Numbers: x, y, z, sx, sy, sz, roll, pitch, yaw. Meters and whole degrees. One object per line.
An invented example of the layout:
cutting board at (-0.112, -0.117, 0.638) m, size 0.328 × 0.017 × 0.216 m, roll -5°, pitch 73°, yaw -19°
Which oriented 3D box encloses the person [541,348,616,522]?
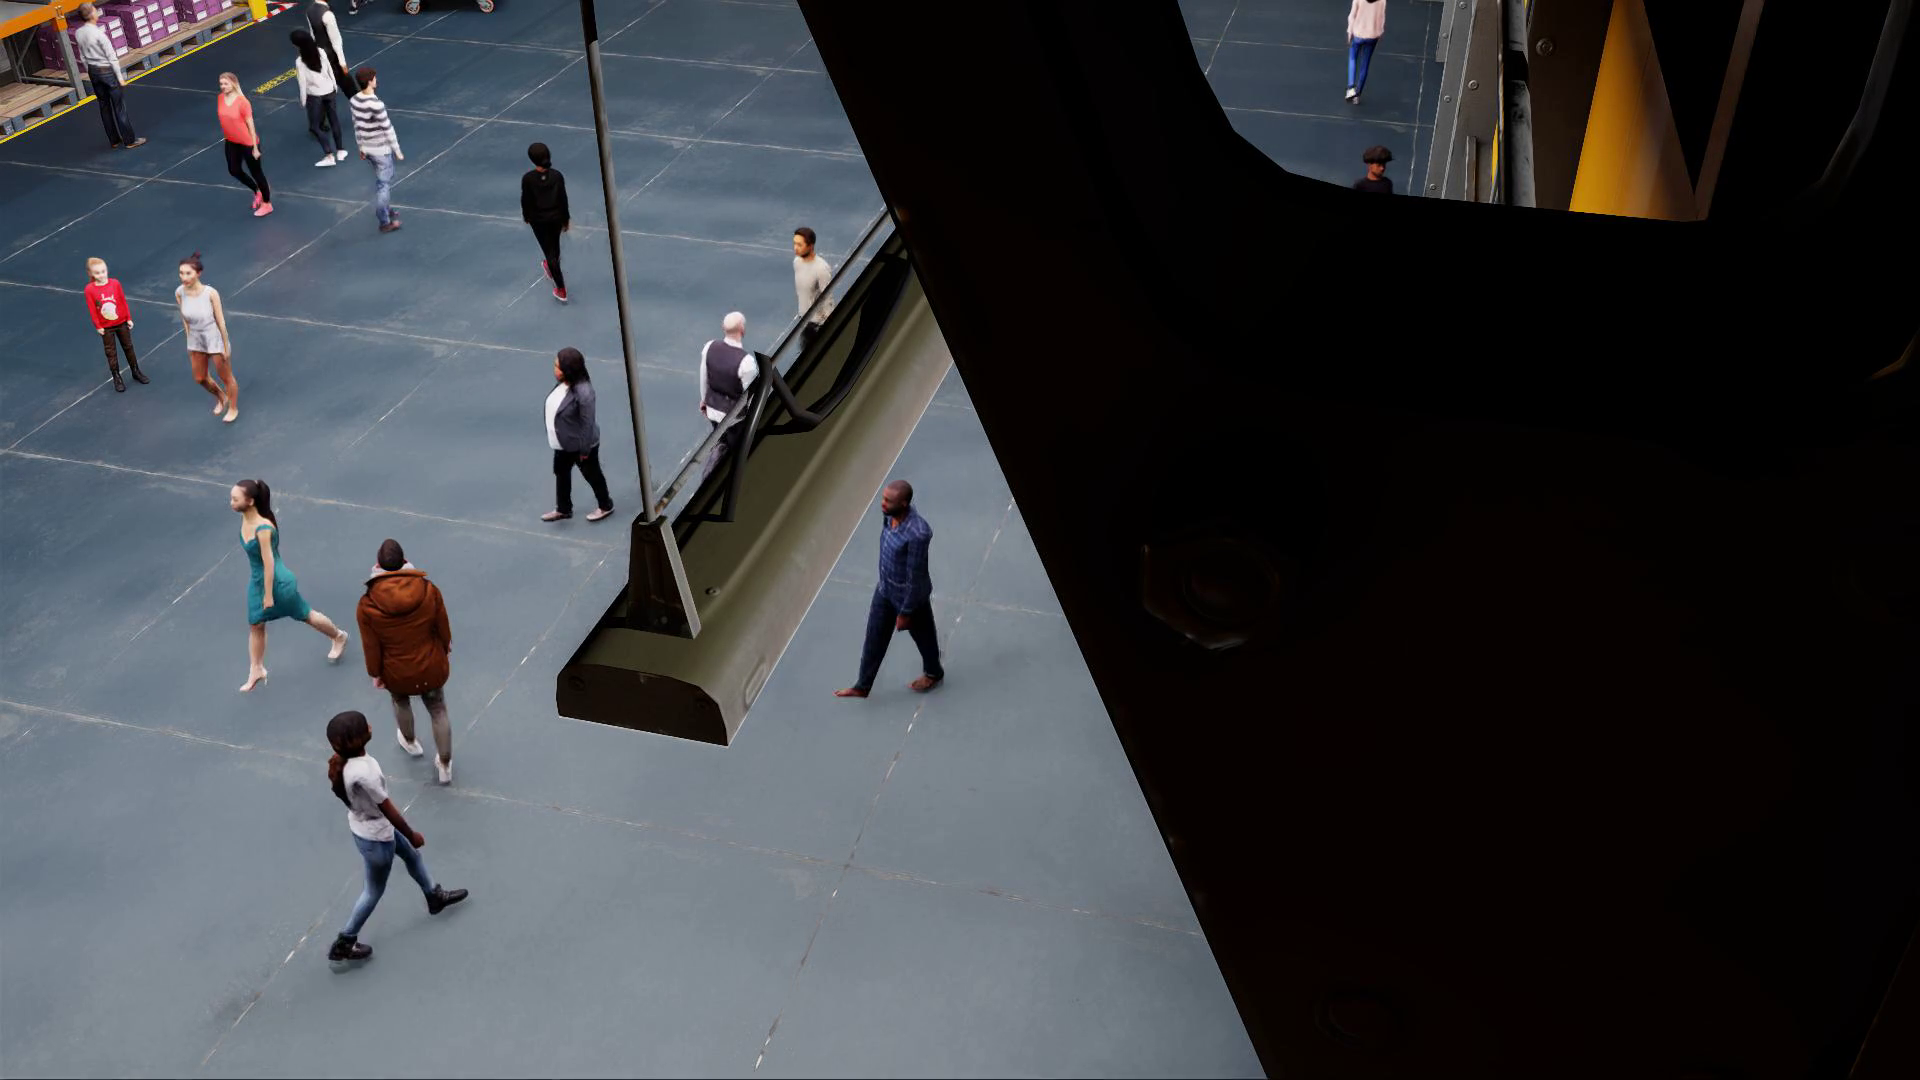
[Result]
person at (-3.060, -0.864, 13.625) m, size 0.986 × 1.577 × 0.912 m, roll -24°, pitch 40°, yaw -32°

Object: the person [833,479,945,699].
person at (-0.301, 0.348, 11.614) m, size 1.189 × 1.786 × 1.128 m, roll -17°, pitch 37°, yaw -24°

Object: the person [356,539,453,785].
person at (-3.549, 0.851, 10.832) m, size 0.989 × 1.813 × 1.055 m, roll -16°, pitch 37°, yaw -22°

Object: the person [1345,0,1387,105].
person at (5.409, -6.670, 22.201) m, size 0.665 × 1.753 × 0.669 m, roll 6°, pitch 34°, yaw 8°

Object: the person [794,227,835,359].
person at (-1.230, -2.026, 15.191) m, size 1.040 × 1.780 × 1.215 m, roll 26°, pitch 41°, yaw 33°

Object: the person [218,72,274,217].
person at (-8.173, -4.574, 19.109) m, size 0.664 × 1.685 × 0.674 m, roll 11°, pitch 35°, yaw 17°

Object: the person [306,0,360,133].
person at (-8.131, -6.117, 21.271) m, size 1.100 × 1.861 × 1.396 m, roll 24°, pitch 41°, yaw 32°

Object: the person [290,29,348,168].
person at (-7.844, -5.481, 20.478) m, size 0.690 × 1.680 × 0.885 m, roll -25°, pitch 41°, yaw -32°

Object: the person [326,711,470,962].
person at (-3.444, 1.744, 9.607) m, size 1.152 × 1.682 × 1.054 m, roll -20°, pitch 38°, yaw -27°

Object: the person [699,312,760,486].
person at (-1.926, -0.971, 13.586) m, size 0.879 × 1.798 × 0.957 m, roll 17°, pitch 37°, yaw 24°

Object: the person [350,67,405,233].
person at (-6.595, -4.331, 18.608) m, size 0.770 × 1.835 × 0.810 m, roll 24°, pitch 40°, yaw 31°

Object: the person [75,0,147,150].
person at (-10.752, -5.844, 20.898) m, size 0.638 × 1.820 × 0.545 m, roll 9°, pitch 35°, yaw 13°

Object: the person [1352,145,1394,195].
person at (4.102, -3.150, 16.869) m, size 0.742 × 1.793 × 0.765 m, roll -7°, pitch 34°, yaw -11°

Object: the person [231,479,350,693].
person at (-4.792, 0.293, 11.830) m, size 1.126 × 1.637 × 0.917 m, roll -28°, pitch 43°, yaw -35°

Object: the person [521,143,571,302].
person at (-4.240, -3.251, 17.169) m, size 1.028 × 1.629 × 1.093 m, roll -17°, pitch 37°, yaw -24°

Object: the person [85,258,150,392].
person at (-7.994, -2.054, 15.683) m, size 0.559 × 1.281 × 0.639 m, roll -29°, pitch 43°, yaw -36°

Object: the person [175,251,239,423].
person at (-6.777, -1.850, 15.088) m, size 0.618 × 1.601 × 0.597 m, roll 4°, pitch 34°, yaw 6°
